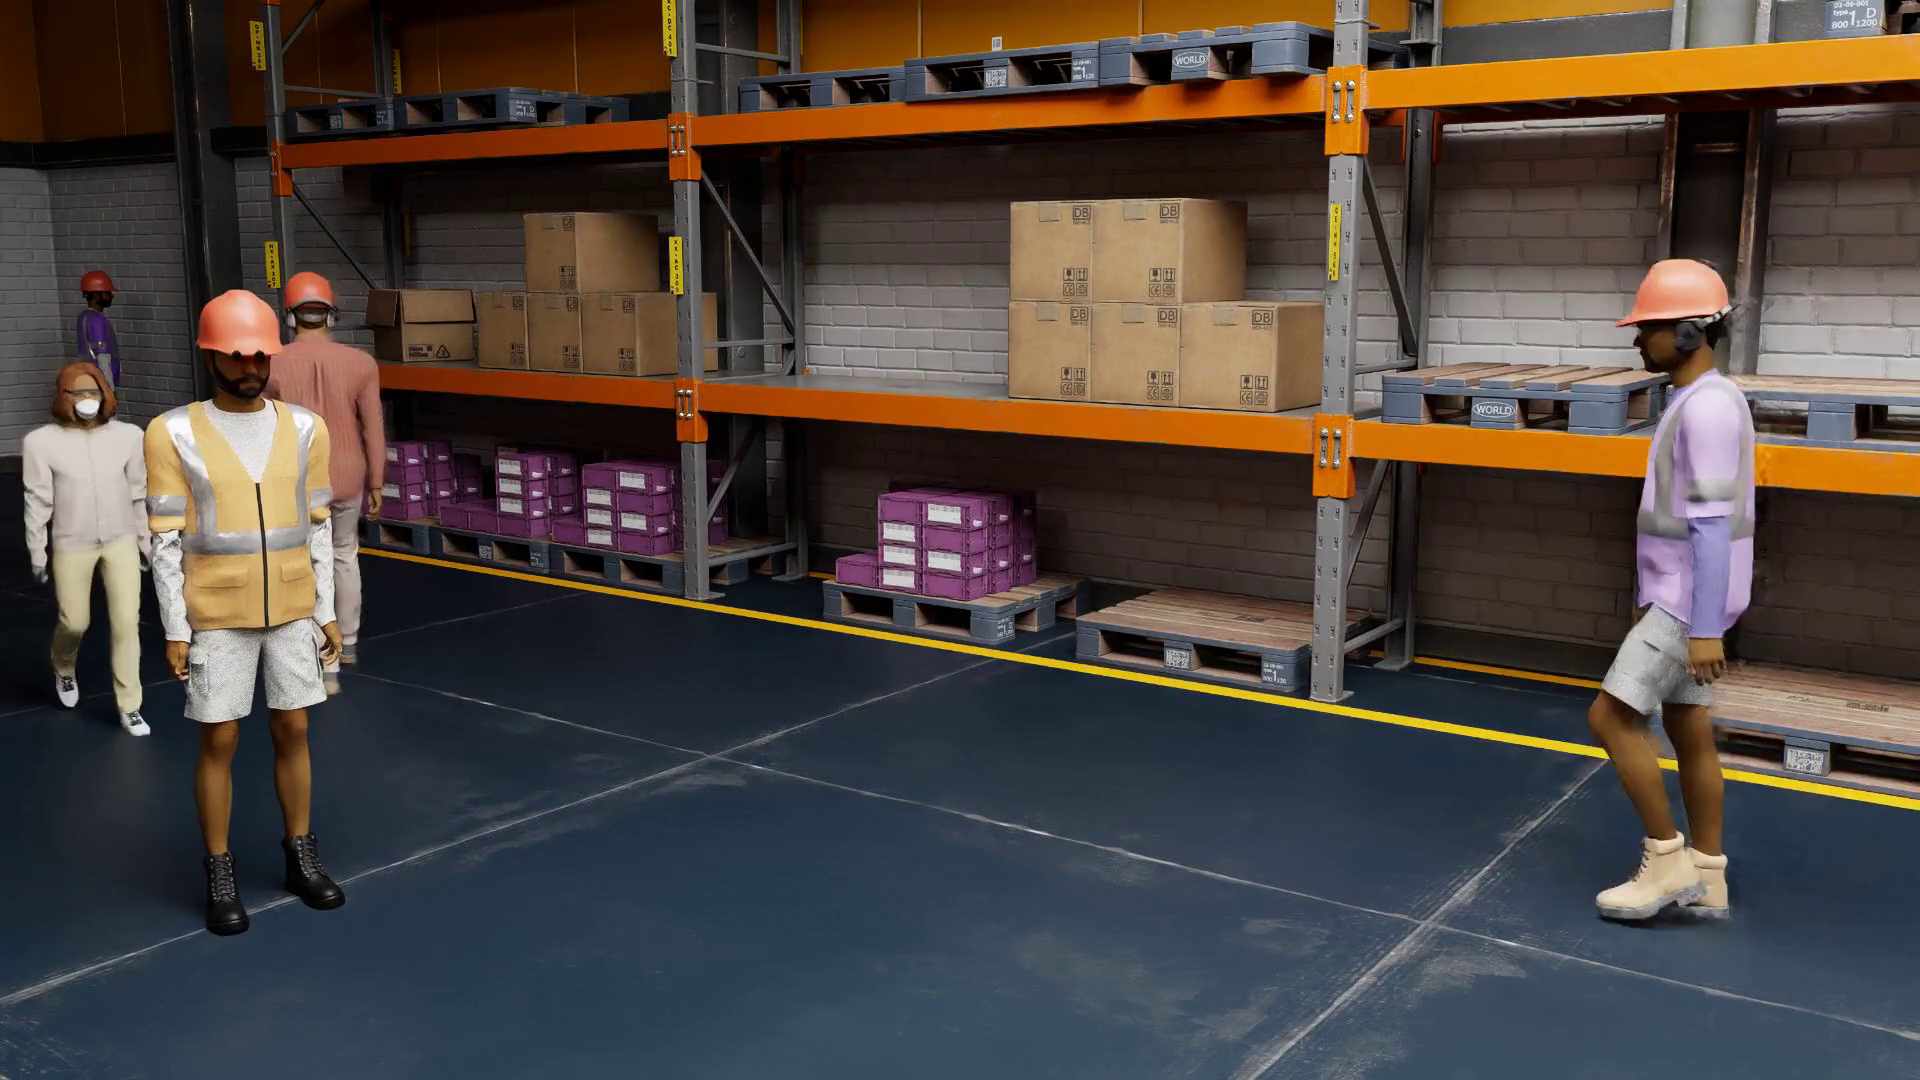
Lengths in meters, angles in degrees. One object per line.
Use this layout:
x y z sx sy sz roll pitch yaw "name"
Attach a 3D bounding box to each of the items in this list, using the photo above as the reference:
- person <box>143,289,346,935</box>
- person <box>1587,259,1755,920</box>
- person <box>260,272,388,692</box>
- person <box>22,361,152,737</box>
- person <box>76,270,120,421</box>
-2.155 0.213 5.078 0.544 1.938 0.356 -8 13 -41 "person"
2.147 0.175 5.038 0.548 2.021 0.656 4 10 21 "person"
-3.141 -0.295 8.039 0.618 1.959 0.928 -6 11 -33 "person"
-3.777 0.022 7.202 0.509 1.611 0.703 -8 13 -41 "person"
-7.436 -1.360 14.447 0.357 1.938 0.542 -8 12 -39 "person"
